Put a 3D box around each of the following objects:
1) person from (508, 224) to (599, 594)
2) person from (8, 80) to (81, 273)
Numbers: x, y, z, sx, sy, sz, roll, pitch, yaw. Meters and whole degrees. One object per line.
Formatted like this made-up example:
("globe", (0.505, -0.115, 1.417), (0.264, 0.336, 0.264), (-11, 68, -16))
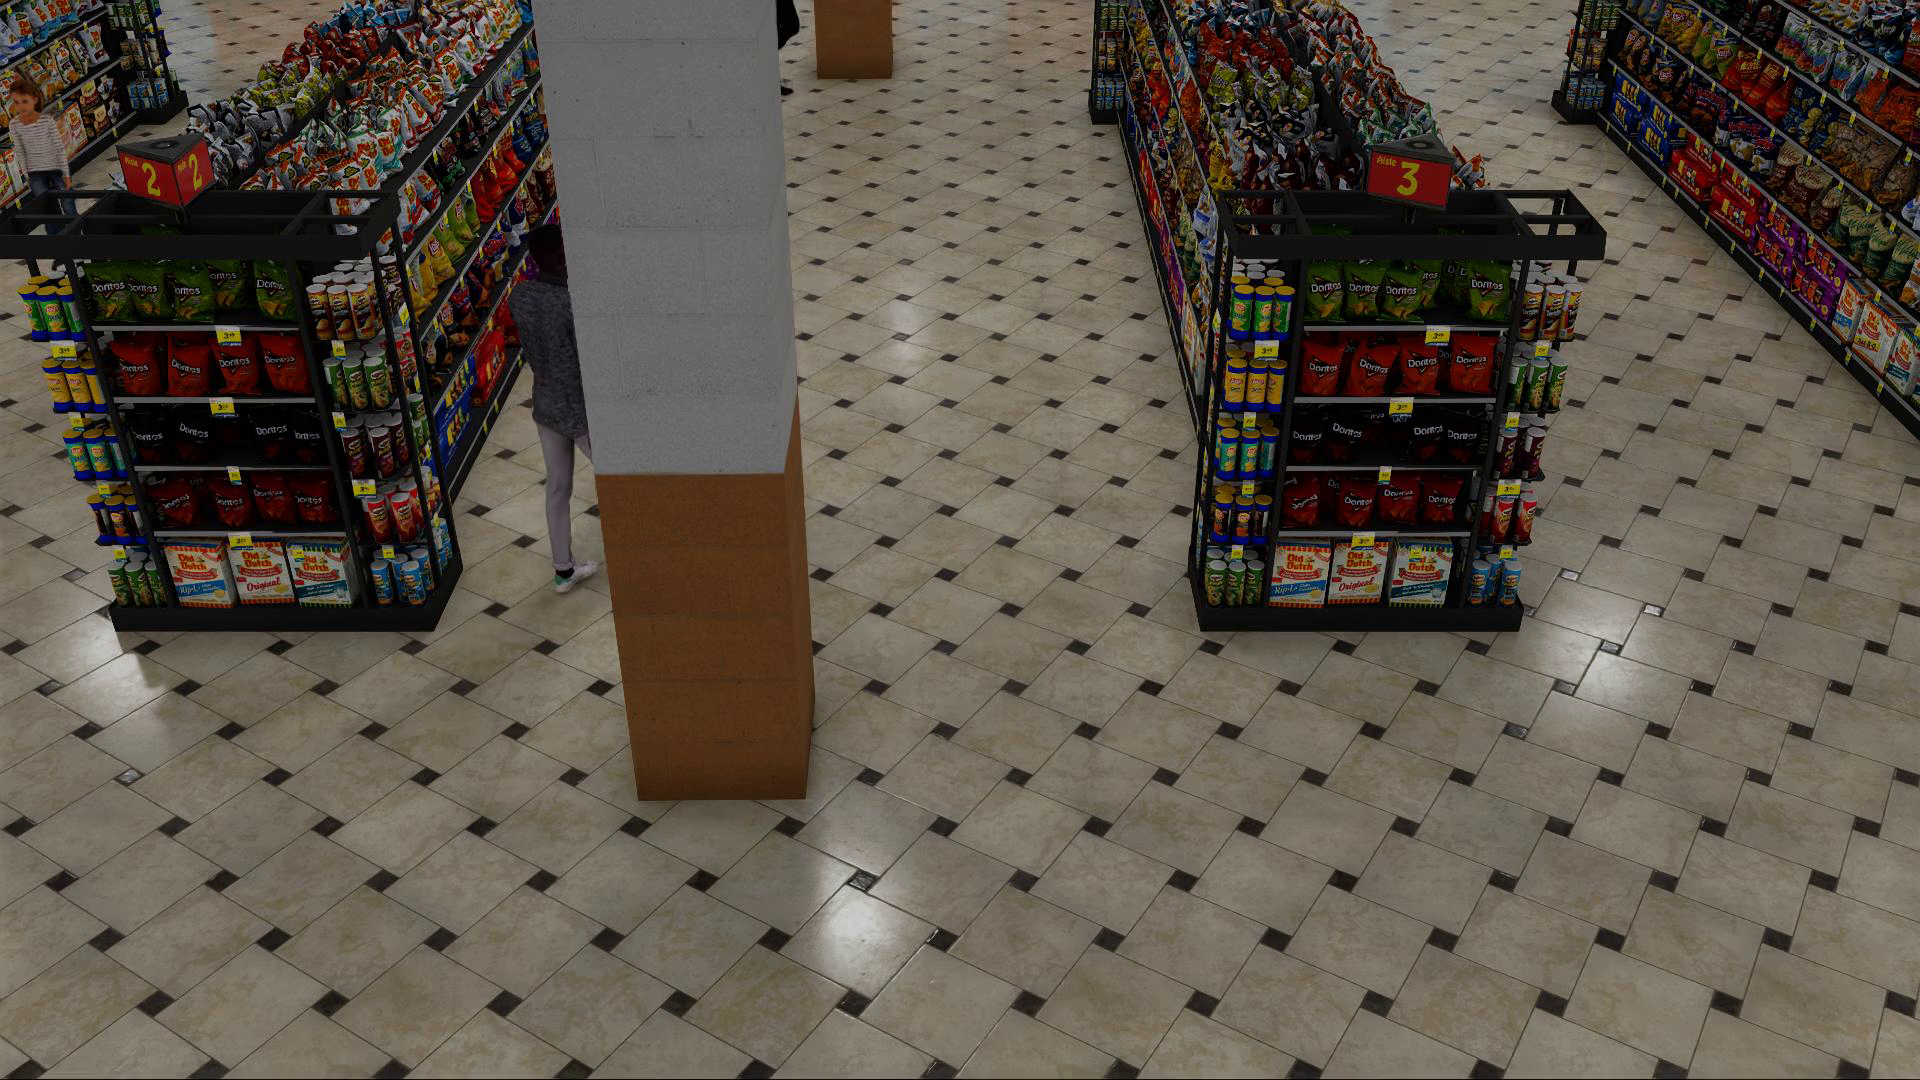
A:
("person", (-1.901, -0.556, 7.793), (0.937, 1.821, 1.022), (17, 36, 26))
("person", (-6.273, -2.545, 11.494), (0.643, 1.287, 0.891), (-11, 33, -17))
